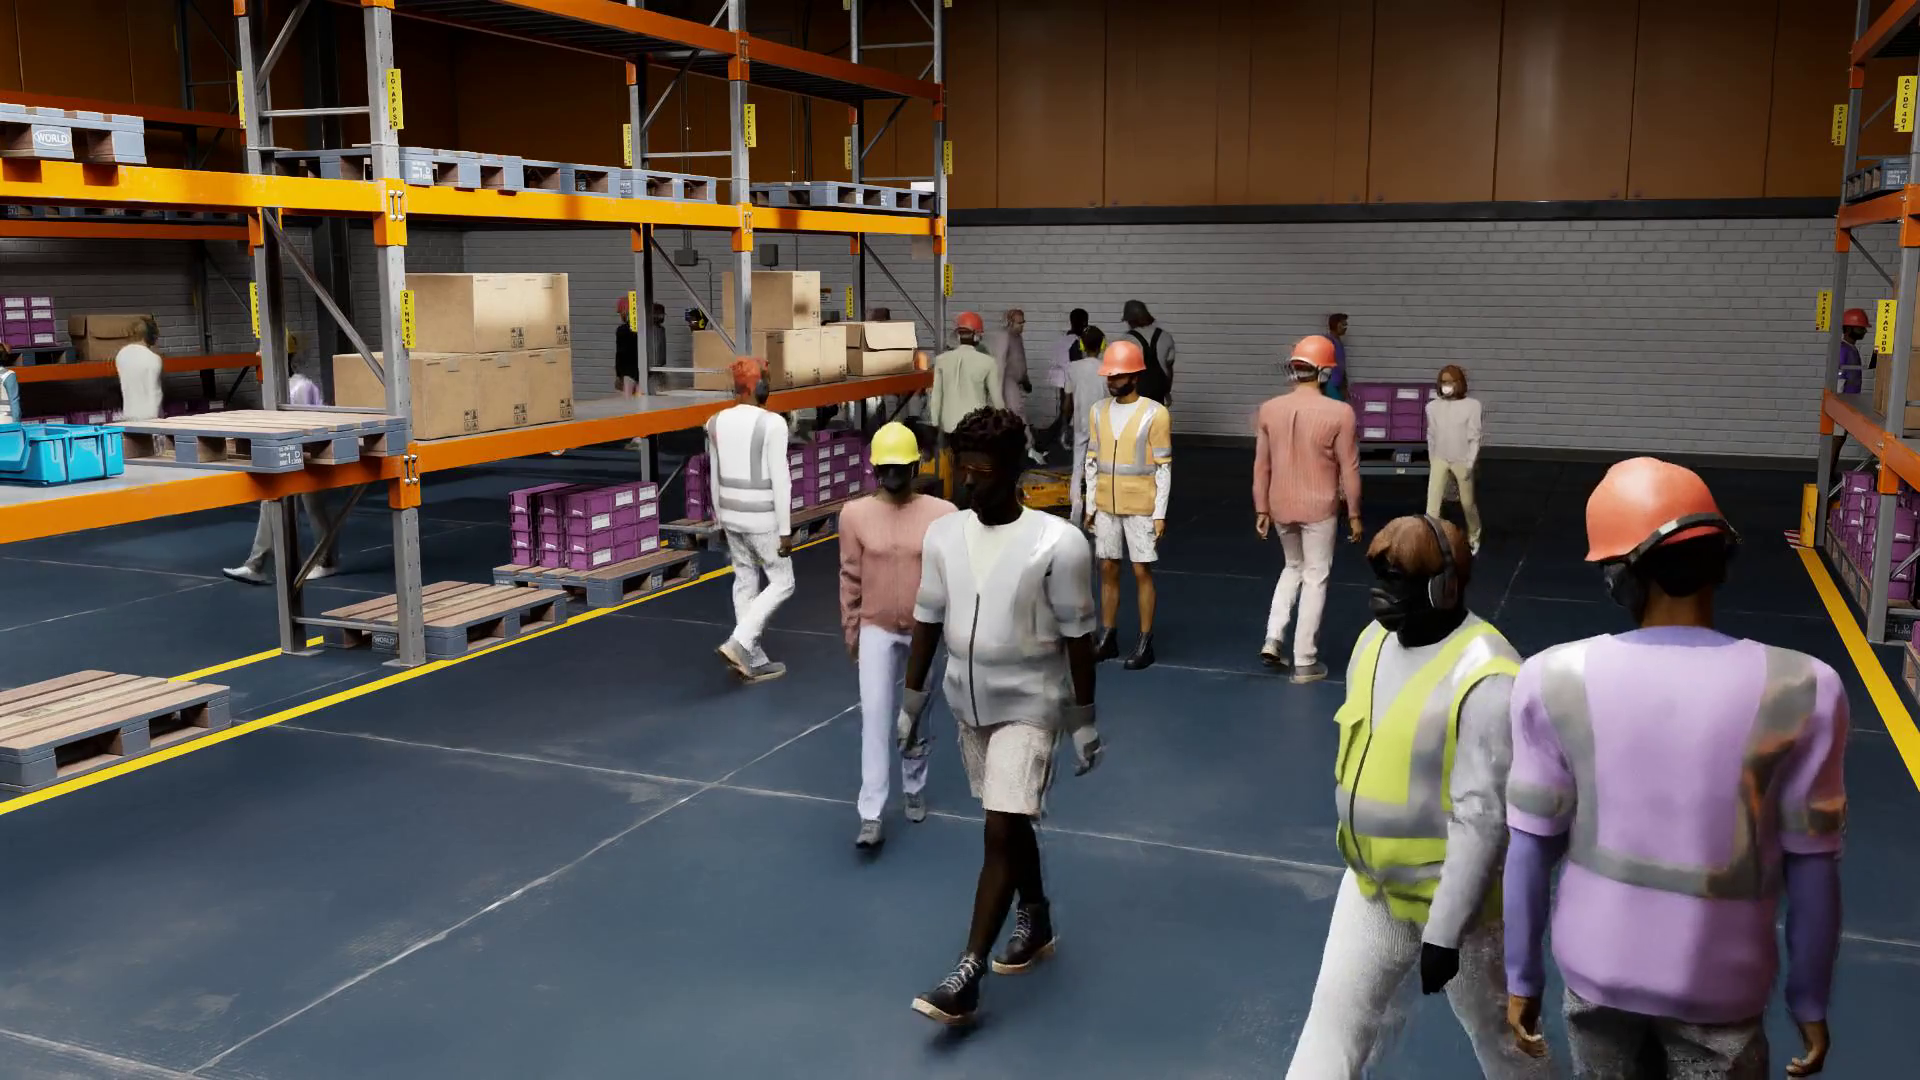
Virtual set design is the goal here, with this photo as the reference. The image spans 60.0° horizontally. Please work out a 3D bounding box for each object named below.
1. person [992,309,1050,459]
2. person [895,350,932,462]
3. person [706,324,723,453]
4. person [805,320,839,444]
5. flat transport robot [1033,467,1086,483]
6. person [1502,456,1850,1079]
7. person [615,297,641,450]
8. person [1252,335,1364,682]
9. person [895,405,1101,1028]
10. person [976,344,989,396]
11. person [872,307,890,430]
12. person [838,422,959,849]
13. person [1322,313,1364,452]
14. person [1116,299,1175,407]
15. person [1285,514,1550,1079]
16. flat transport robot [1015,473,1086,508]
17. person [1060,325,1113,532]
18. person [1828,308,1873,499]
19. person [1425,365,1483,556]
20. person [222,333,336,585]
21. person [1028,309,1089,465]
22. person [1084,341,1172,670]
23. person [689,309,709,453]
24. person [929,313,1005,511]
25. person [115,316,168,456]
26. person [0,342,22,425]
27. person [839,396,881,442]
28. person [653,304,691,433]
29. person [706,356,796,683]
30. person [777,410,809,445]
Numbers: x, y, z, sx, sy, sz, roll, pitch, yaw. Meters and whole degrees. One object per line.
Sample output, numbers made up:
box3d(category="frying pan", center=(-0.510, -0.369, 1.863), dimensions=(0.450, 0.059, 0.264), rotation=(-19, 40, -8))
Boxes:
box3d(category="person", center=(0.621, -1.910, 20.436), dimensions=(0.973, 1.840, 0.758), rotation=(2, 10, 10))
box3d(category="person", center=(-0.588, -1.698, 19.655), dimensions=(0.403, 1.668, 0.552), rotation=(-9, 13, -43))
box3d(category="person", center=(-2.589, -1.457, 18.001), dimensions=(0.529, 1.734, 0.820), rotation=(9, 13, 43))
box3d(category="person", center=(-1.721, -1.983, 21.356), dimensions=(0.394, 1.679, 0.533), rotation=(0, 9, -2))
box3d(category="flat transport robot", center=(1.355, -0.649, 17.525), dimensions=(1.431, 0.197, 0.652), rotation=(-6, 11, -31))
box3d(category="person", center=(1.354, 0.849, 3.232), dimensions=(0.622, 2.001, 0.750), rotation=(5, 11, 29))
box3d(category="person", center=(-4.149, -2.117, 21.278), dimensions=(0.573, 1.968, 0.656), rotation=(5, 11, 29))
box3d(category="person", center=(1.996, -0.174, 9.504), dimensions=(0.627, 1.979, 0.439), rotation=(9, 13, 44))
box3d(category="person", center=(0.055, 0.543, 5.279), dimensions=(0.637, 1.918, 0.963), rotation=(7, 12, 37))
box3d(category="person", center=(0.158, -1.946, 21.308), dimensions=(0.504, 1.605, 0.565), rotation=(9, 13, 42))
box3d(category="person", center=(-0.963, -1.891, 20.255), dimensions=(0.954, 1.851, 0.643), rotation=(-5, 11, -30))
box3d(category="person", center=(-0.234, 0.391, 6.807), dimensions=(0.541, 1.726, 0.872), rotation=(0, 9, -1))
box3d(category="person", center=(4.546, -1.833, 20.083), dimensions=(0.958, 1.789, 0.588), rotation=(5, 10, 26))
box3d(category="person", center=(1.986, -1.665, 18.332), dimensions=(0.703, 2.000, 0.538), rotation=(-3, 10, -15))
box3d(category="person", center=(1.089, 0.824, 4.023), dimensions=(1.009, 1.782, 0.649), rotation=(-3, 10, -19))
box3d(category="flat transport robot", center=(0.614, -0.524, 16.765), dimensions=(0.652, 0.197, 1.431), rotation=(-6, 11, -31))
box3d(category="person", center=(1.146, -0.948, 14.574), dimensions=(0.552, 1.848, 0.626), rotation=(2, 10, 12))
box3d(category="person", center=(9.054, -1.392, 16.994), dimensions=(0.373, 1.934, 0.551), rotation=(7, 12, 36))
box3d(category="person", center=(3.982, -0.619, 13.379), dimensions=(0.501, 1.586, 0.870), rotation=(8, 12, 39))
box3d(category="person", center=(-5.027, -0.591, 12.270), dimensions=(0.612, 1.884, 0.925), rotation=(5, 11, 28))
box3d(category="person", center=(1.270, -1.807, 19.742), dimensions=(0.941, 1.882, 0.605), rotation=(-1, 9, -7))
box3d(category="person", center=(0.961, -0.200, 9.776), dimensions=(0.550, 1.933, 0.375), rotation=(7, 12, 36))
box3d(category="person", center=(-3.040, -1.799, 19.702), dimensions=(0.318, 1.861, 0.515), rotation=(-3, 10, -19))
box3d(category="person", center=(0.097, -1.055, 14.906), dimensions=(0.645, 1.937, 1.010), rotation=(5, 10, 26))
box3d(category="person", center=(-7.729, -1.149, 15.635), dimensions=(0.629, 1.907, 0.871), rotation=(5, 11, 28))
box3d(category="person", center=(-9.425, -1.127, 16.344), dimensions=(0.522, 1.628, 0.319), rotation=(5, 11, 27))
box3d(category="person", center=(-1.143, -1.595, 18.888), dimensions=(0.530, 1.705, 0.530), rotation=(-4, 10, -22))
box3d(category="person", center=(-4.202, -2.400, 23.443), dimensions=(0.963, 1.817, 0.562), rotation=(4, 10, 25))
box3d(category="person", center=(-1.183, -0.095, 9.328), dimensions=(0.598, 1.871, 0.489), rotation=(6, 11, 34))
box3d(category="person", center=(-1.803, -1.464, 17.880), dimensions=(0.860, 1.797, 0.603), rotation=(-1, 9, -4))
